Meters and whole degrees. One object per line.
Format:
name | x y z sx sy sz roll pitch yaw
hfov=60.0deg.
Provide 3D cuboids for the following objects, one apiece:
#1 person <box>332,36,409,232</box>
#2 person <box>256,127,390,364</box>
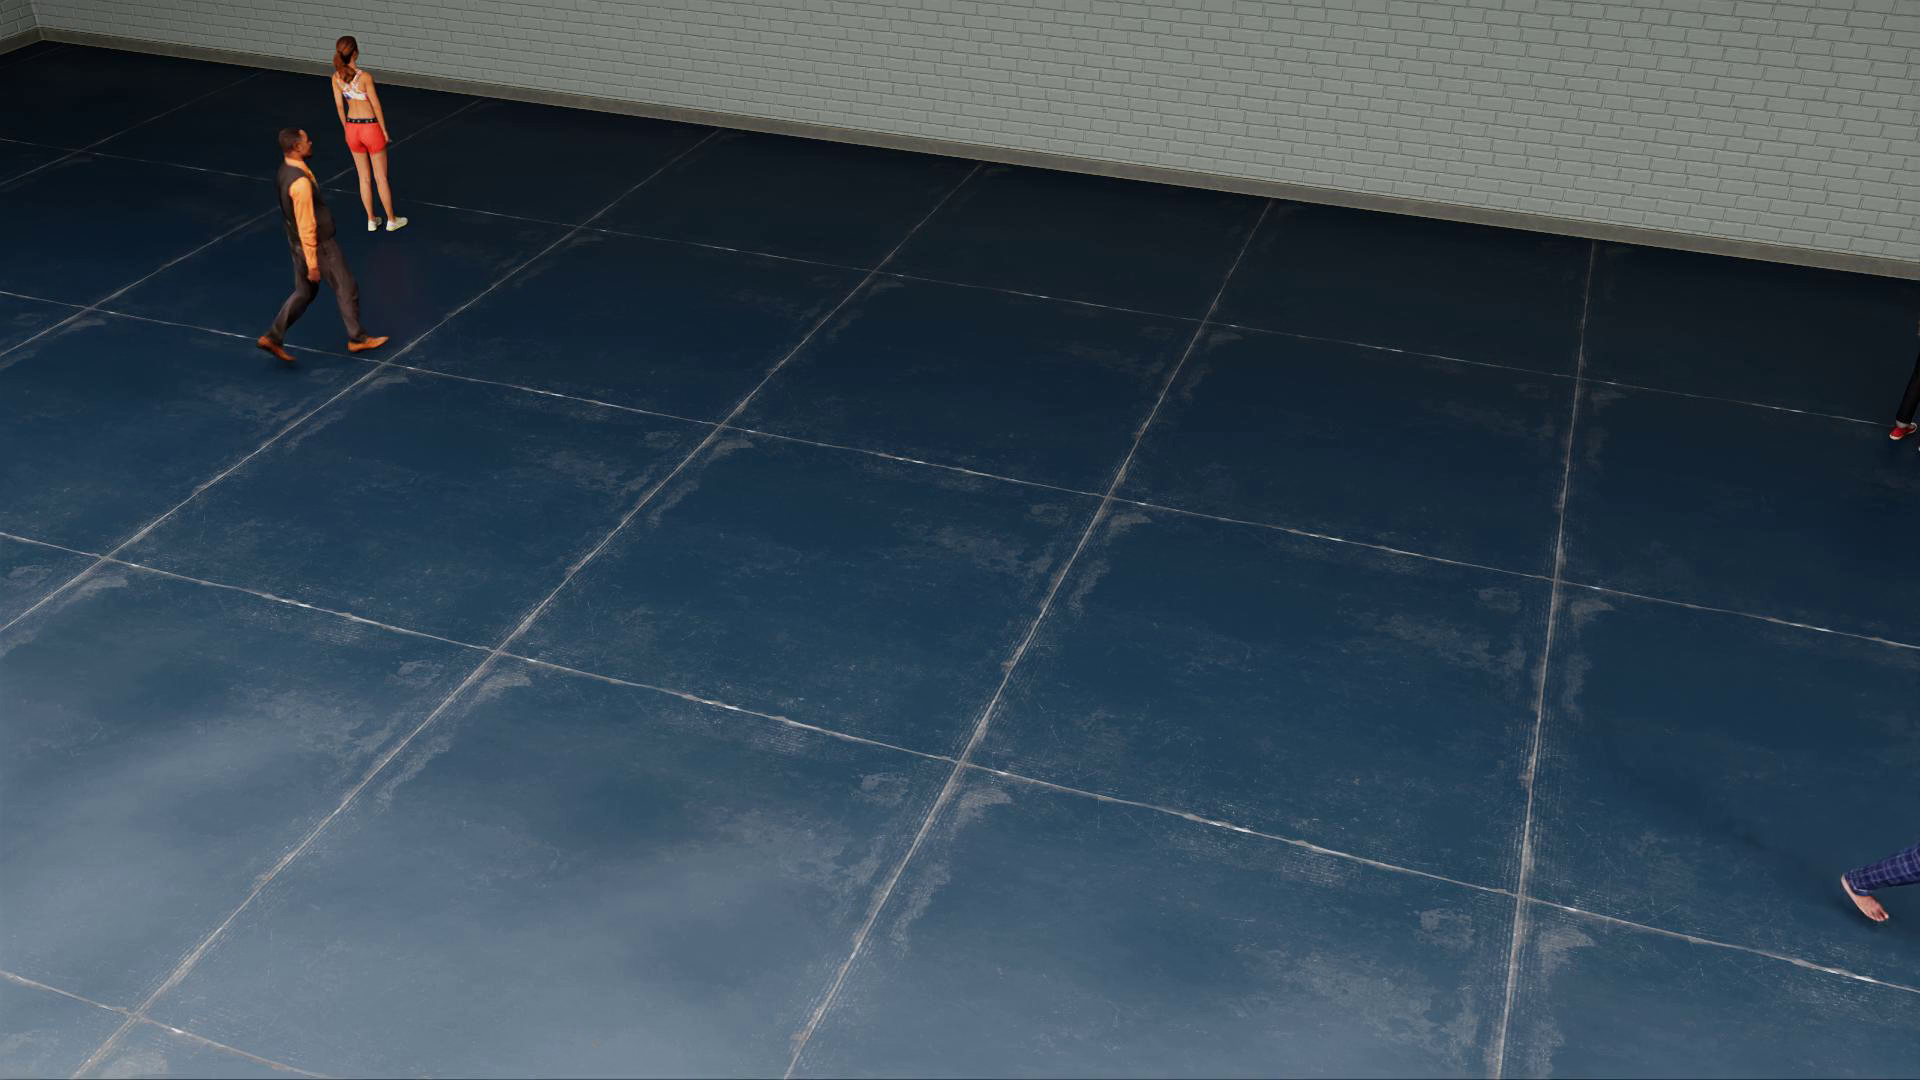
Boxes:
person | -5.430 -3.694 15.170 0.621 1.791 0.613 5 33 8
person | -5.094 -2.211 12.812 1.320 1.875 1.167 -21 39 -29
